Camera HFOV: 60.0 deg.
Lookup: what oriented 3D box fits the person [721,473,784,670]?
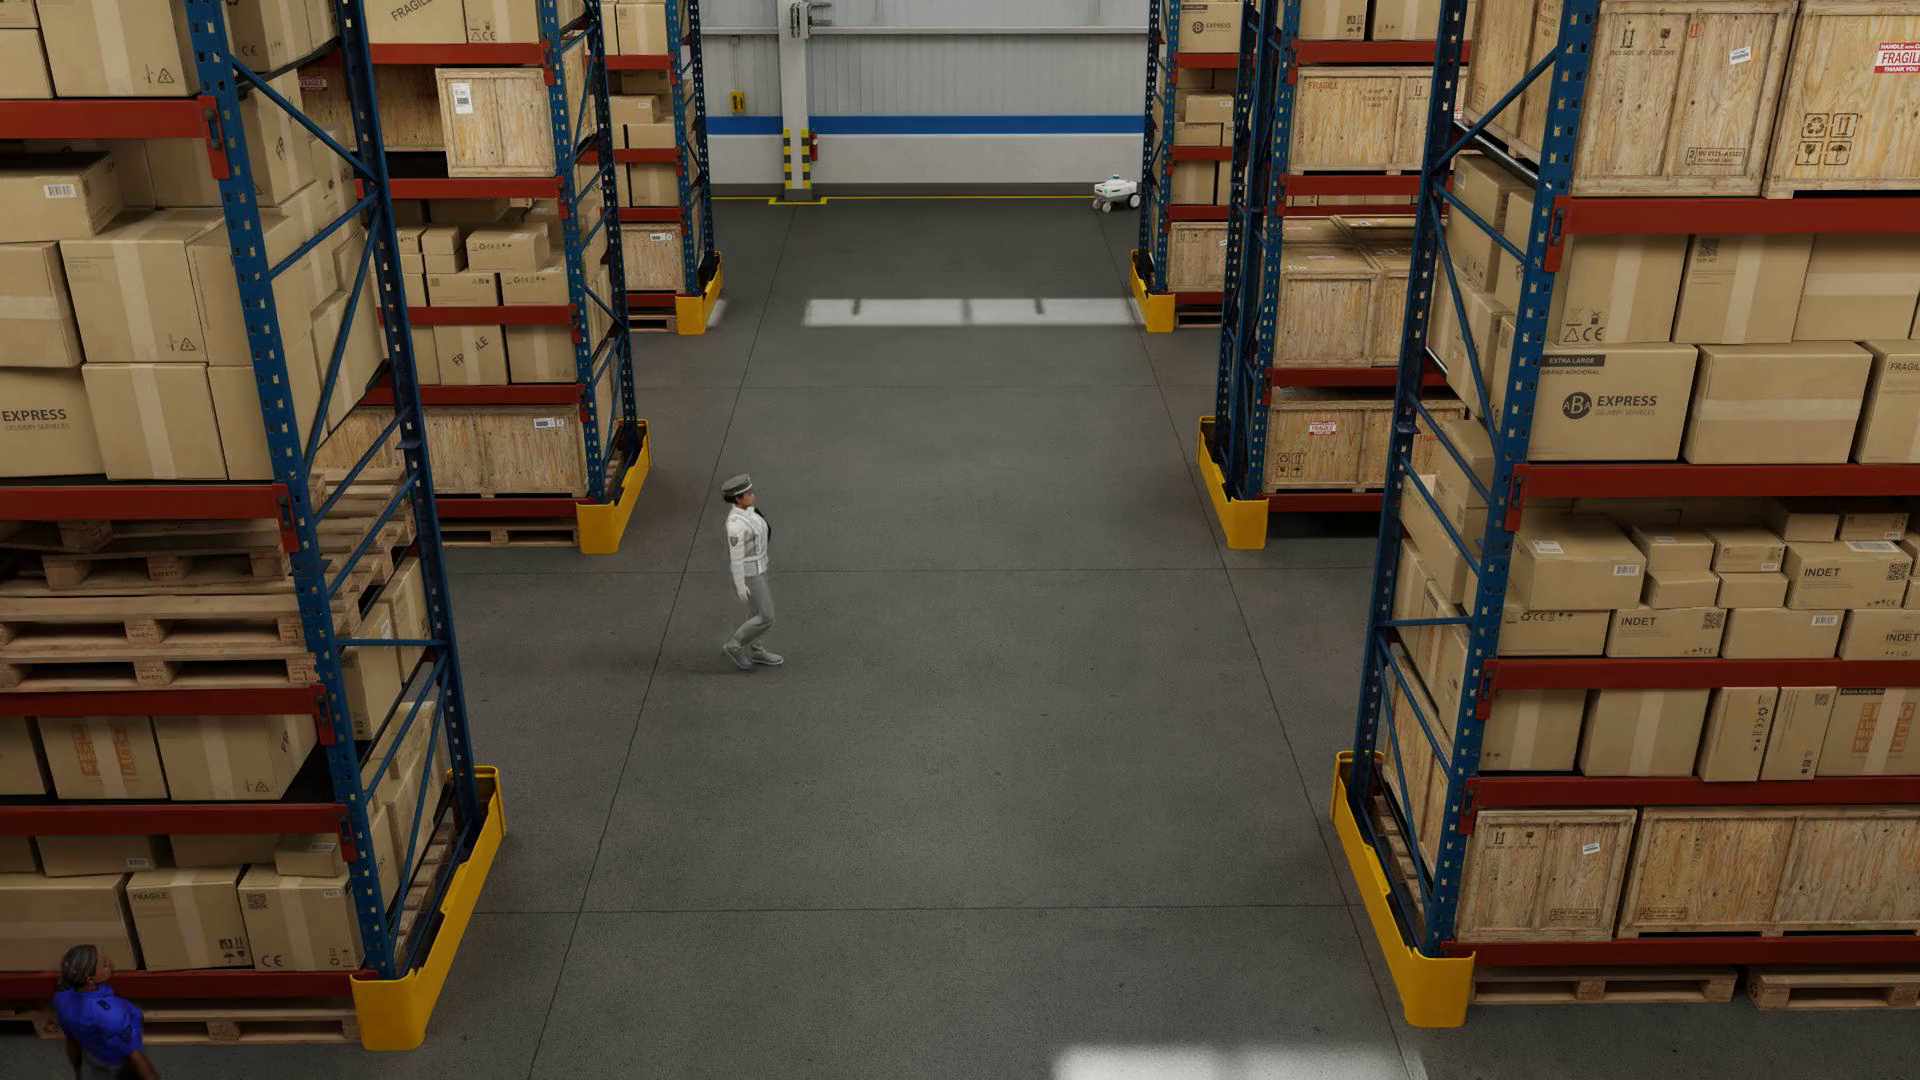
[{"bbox_3d":[-1.691,0.250,13.415,0.463,1.693,0.505,1,25,3],"label":"person"}]

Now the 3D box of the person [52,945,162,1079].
[{"bbox_3d":[-4.151,2.663,8.263,0.508,1.656,0.483,14,28,27],"label":"person"}]

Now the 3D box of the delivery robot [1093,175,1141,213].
[{"bbox_3d":[2.583,-5.779,27.823,0.743,0.535,0.667,-16,29,-30],"label":"delivery robot"}]
